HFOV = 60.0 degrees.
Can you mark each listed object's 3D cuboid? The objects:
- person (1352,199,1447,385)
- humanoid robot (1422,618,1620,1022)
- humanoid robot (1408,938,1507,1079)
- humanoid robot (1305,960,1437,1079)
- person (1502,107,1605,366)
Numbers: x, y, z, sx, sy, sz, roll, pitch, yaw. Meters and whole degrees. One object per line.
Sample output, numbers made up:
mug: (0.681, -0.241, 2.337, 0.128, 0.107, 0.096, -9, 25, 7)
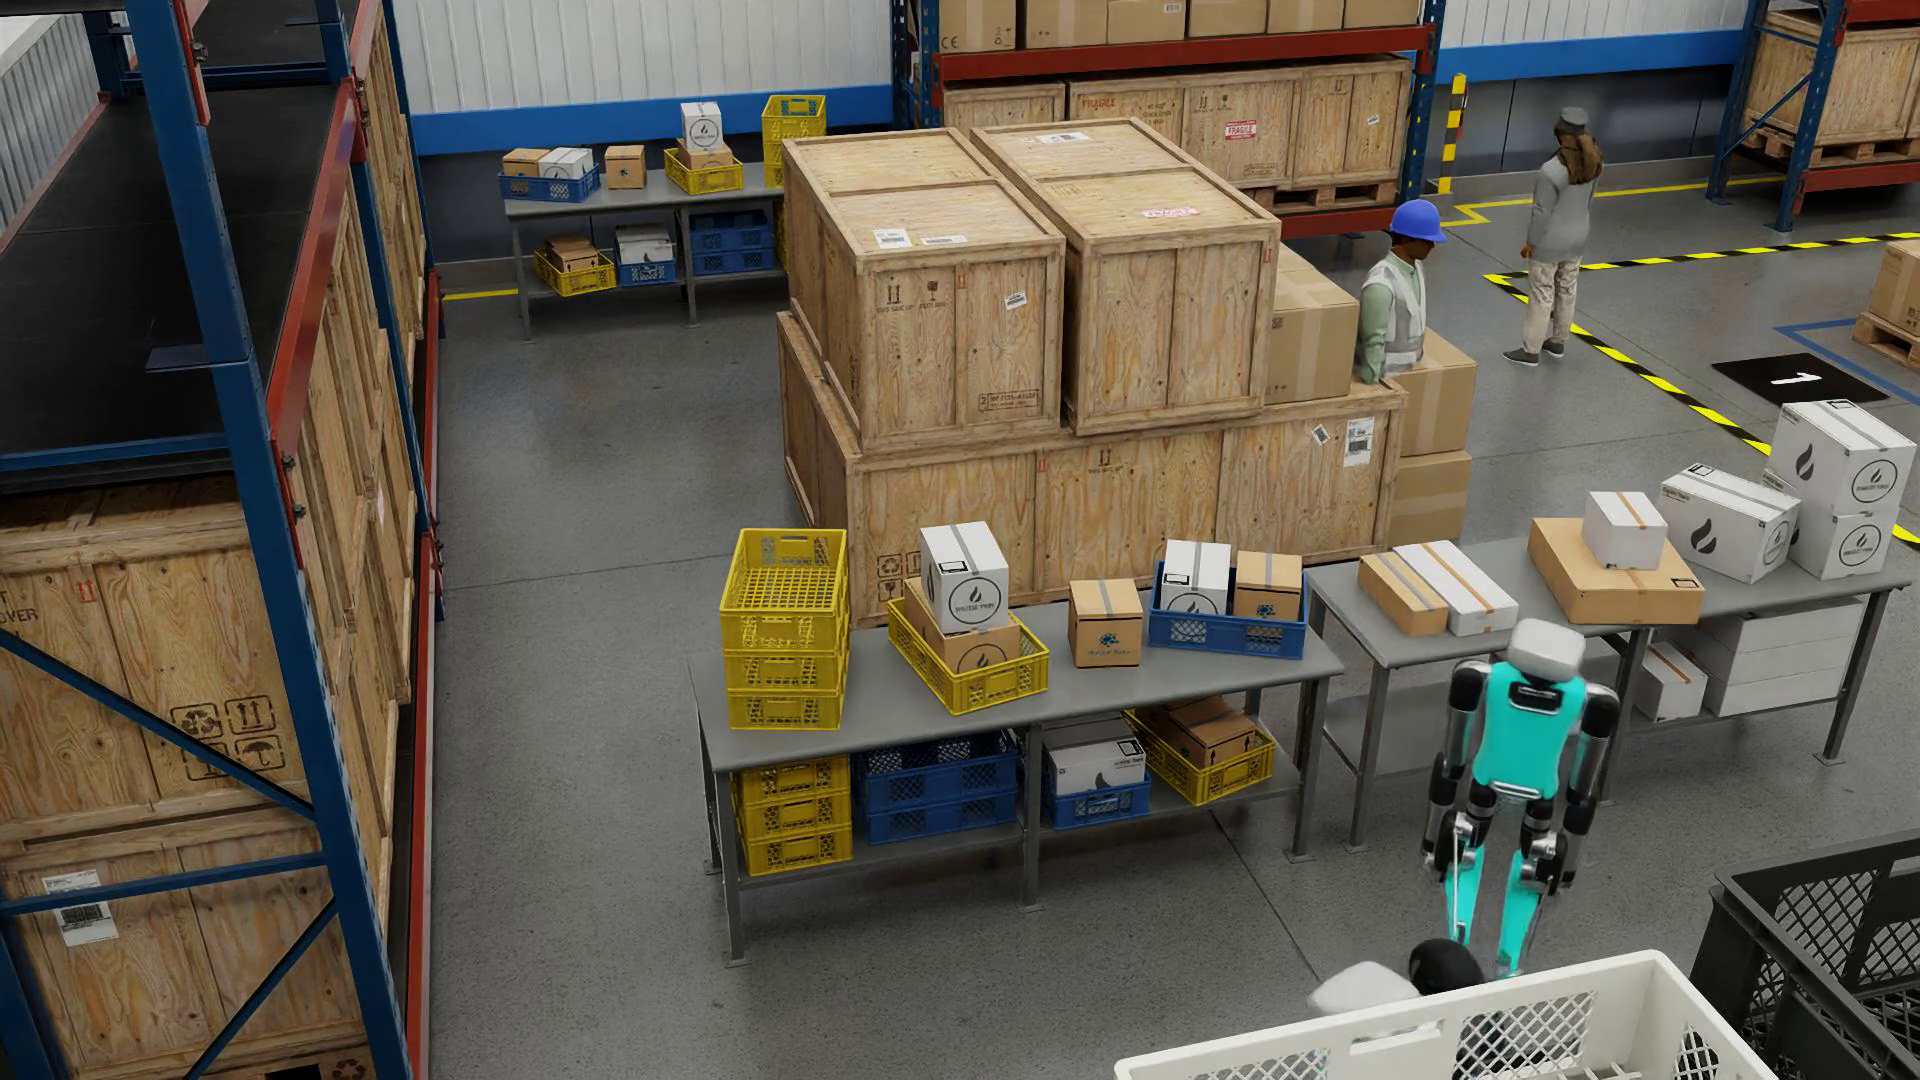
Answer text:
person: (2.324, -0.906, 9.035, 0.411, 1.939, 0.602, 18, 34, 29)
humanoid robot: (1.762, 1.194, 5.468, 0.531, 1.779, 1.007, 9, 30, 16)
humanoid robot: (1.153, 1.729, 4.533, 0.607, 1.648, 0.510, -17, 33, -28)
humanoid robot: (0.847, 1.776, 4.412, 0.537, 1.842, 0.657, -22, 35, -34)
person: (4.050, -2.043, 11.274, 0.562, 1.762, 0.402, -17, 33, -28)
